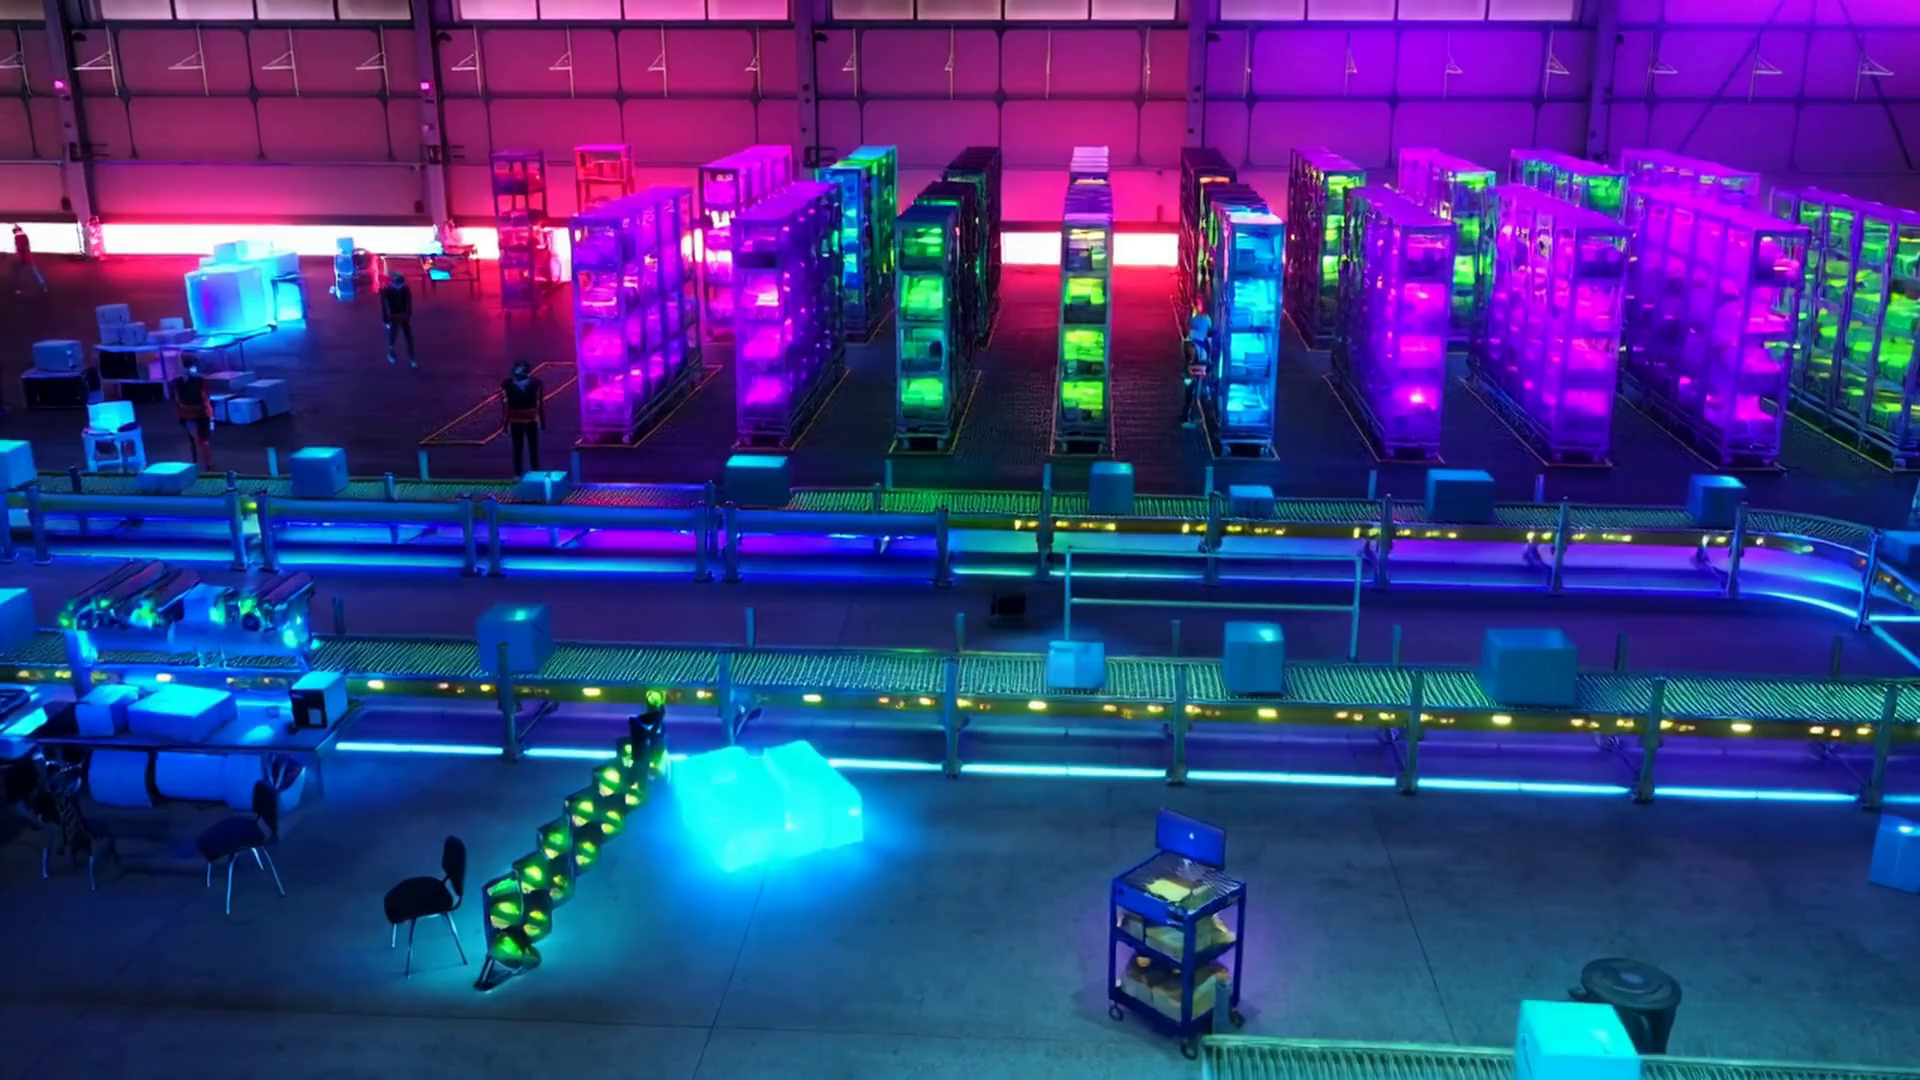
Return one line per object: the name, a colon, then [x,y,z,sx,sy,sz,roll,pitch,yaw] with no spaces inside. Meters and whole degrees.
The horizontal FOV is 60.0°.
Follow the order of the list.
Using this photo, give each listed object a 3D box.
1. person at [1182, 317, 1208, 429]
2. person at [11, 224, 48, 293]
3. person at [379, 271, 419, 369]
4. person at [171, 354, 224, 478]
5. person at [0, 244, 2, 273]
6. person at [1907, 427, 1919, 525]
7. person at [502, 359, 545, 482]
person: [3.862,-2.752,27.312,0.403,1.823,0.588,11,21,31]
person: [-22.732,-6.849,40.537,0.876,1.687,0.508,7,19,20]
person: [-10.850,-4.263,32.053,0.639,1.860,0.999,-14,22,-38]
person: [-11.145,-1.805,24.307,0.601,1.818,0.404,4,18,12]
person: [-25.445,-7.937,43.593,0.407,1.918,0.555,4,18,12]
person: [12.931,-1.144,21.923,0.612,1.997,0.376,10,20,30]
person: [-6.277,-1.711,23.983,0.563,1.837,0.389,-5,18,-16]
